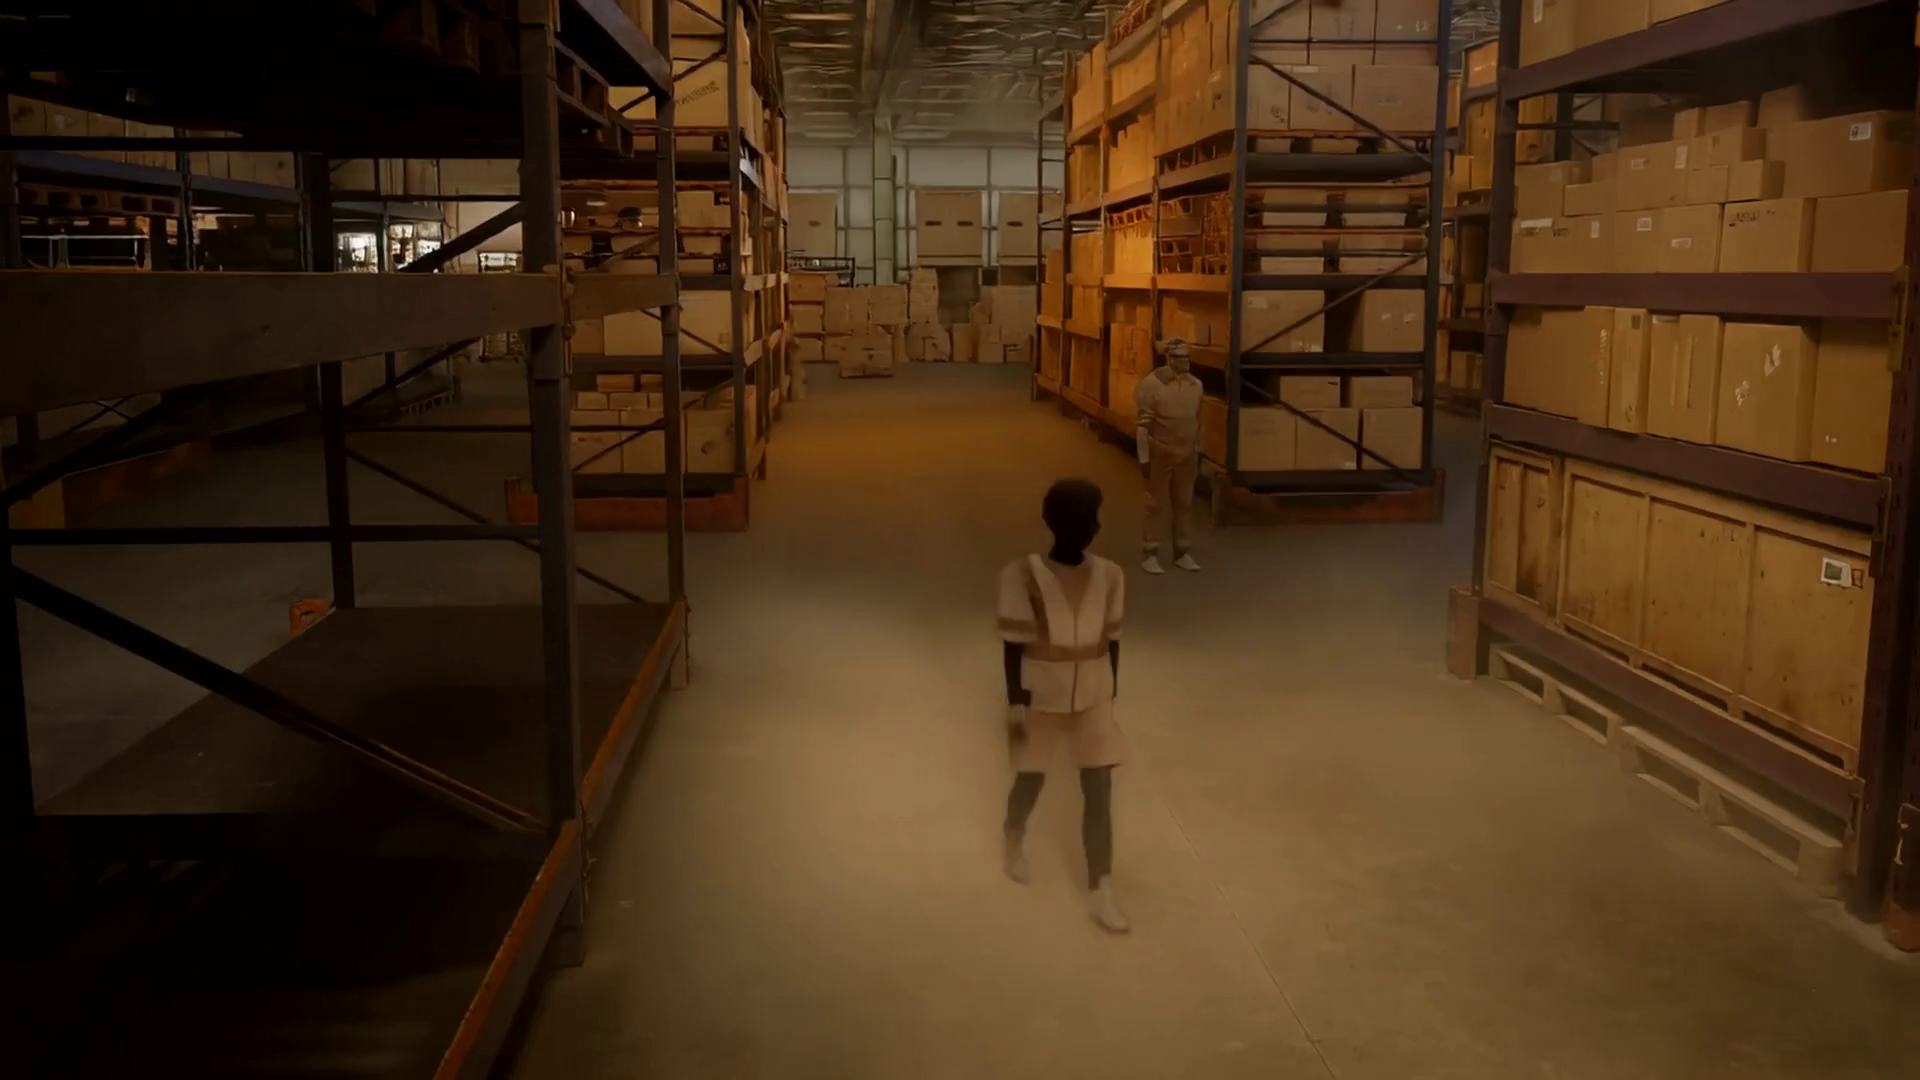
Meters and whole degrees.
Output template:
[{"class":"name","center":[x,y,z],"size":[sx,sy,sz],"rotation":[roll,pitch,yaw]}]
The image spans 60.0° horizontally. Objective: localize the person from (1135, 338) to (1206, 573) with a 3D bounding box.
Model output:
[{"class":"person","center":[1.728,-0.683,13.503],"size":[0.642,1.900,0.400],"rotation":[-4,10,-25]}]

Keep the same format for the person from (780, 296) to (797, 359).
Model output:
[{"class":"person","center":[-3.533,-4.087,34.634],"size":[0.857,1.964,0.660],"rotation":[-5,11,-31]}]

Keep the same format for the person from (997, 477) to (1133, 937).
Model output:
[{"class":"person","center":[0.376,0.579,6.298],"size":[0.528,1.662,0.806],"rotation":[-2,9,-15]}]

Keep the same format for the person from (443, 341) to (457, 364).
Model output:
[{"class":"person","center":[-11.789,-4.557,38.008],"size":[0.588,1.852,0.924],"rotation":[-3,10,-20]}]

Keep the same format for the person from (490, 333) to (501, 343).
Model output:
[{"class":"person","center":[-16.371,-7.870,58.693],"size":[0.665,1.874,0.697],"rotation":[0,9,2]}]

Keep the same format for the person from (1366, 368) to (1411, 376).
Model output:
[{"class":"person","center":[6.538,-2.541,25.477],"size":[0.653,1.791,0.936],"rotation":[1,9,4]}]
